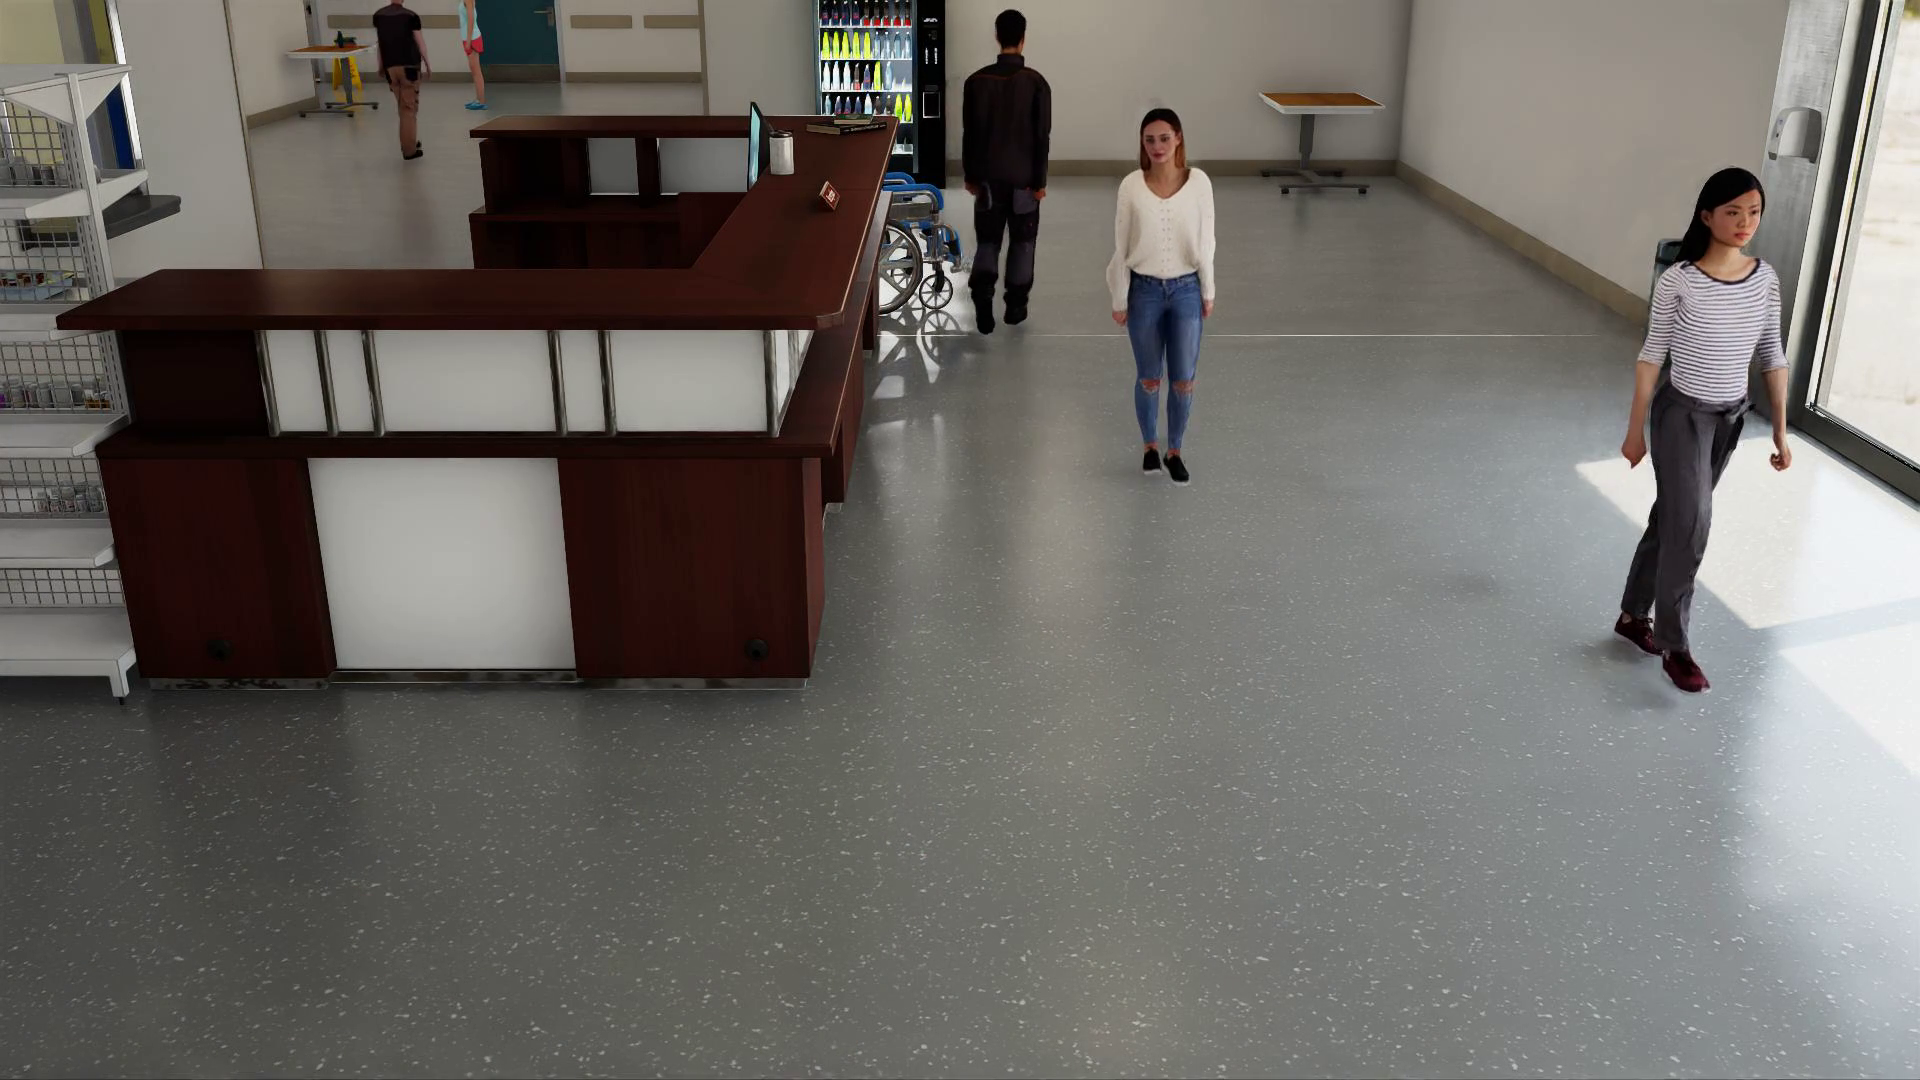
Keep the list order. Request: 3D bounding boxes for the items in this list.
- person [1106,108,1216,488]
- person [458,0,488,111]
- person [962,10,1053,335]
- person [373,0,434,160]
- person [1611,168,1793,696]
[{"bbox_3d":[0.907,-1.105,7.564,0.626,1.677,0.715,1,21,3],"label":"person"},{"bbox_3d":[-6.440,-6.584,21.905,0.664,1.764,0.655,-5,21,-14],"label":"person"},{"bbox_3d":[0.253,-2.186,10.084,1.126,1.914,0.912,5,21,12],"label":"person"},{"bbox_3d":[-5.906,-4.924,17.444,0.905,1.820,0.877,5,21,13],"label":"person"},{"bbox_3d":[2.432,-0.394,5.637,0.846,1.713,0.785,-5,21,-13],"label":"person"}]
